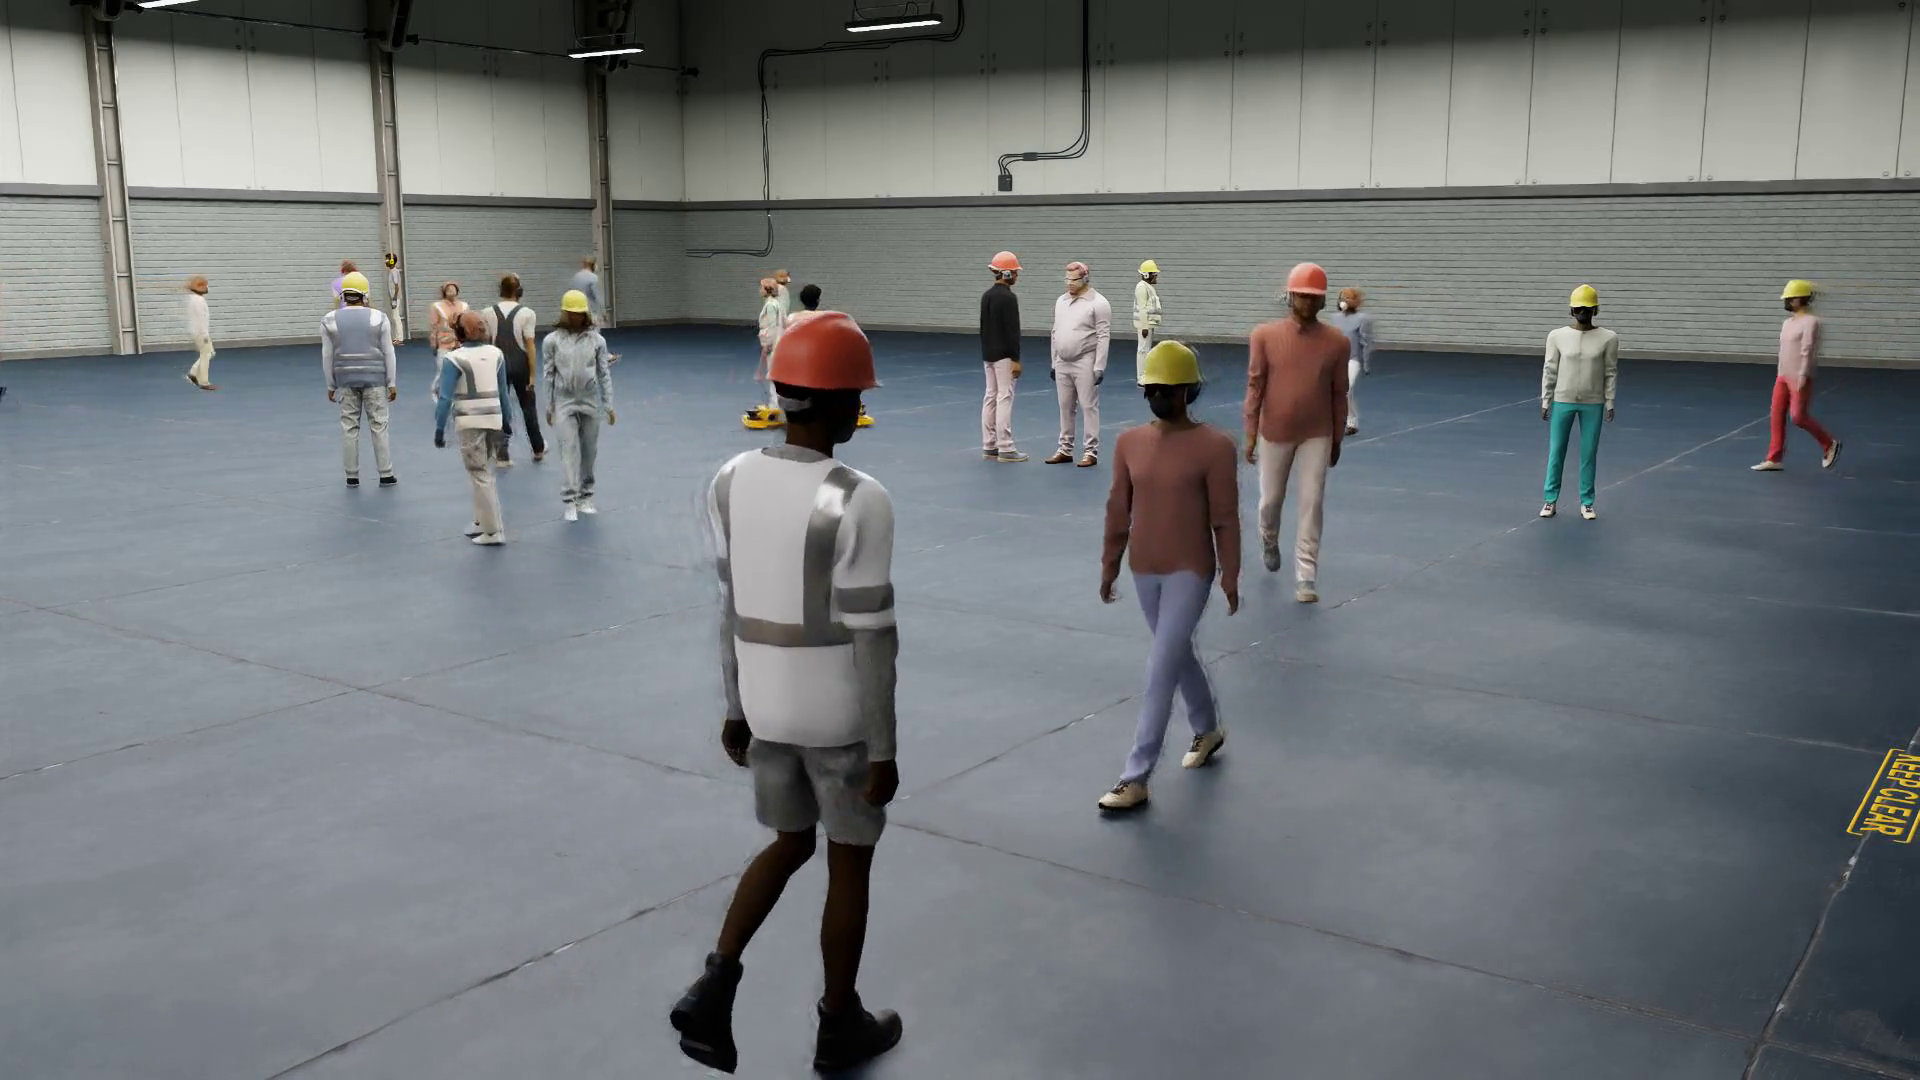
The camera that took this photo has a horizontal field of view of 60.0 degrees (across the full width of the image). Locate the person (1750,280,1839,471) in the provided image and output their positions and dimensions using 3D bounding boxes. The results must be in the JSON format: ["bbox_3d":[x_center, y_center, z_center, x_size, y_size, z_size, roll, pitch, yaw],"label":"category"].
[{"bbox_3d":[7.617,-1.482,15.084,0.656,1.747,0.531,-1,10,-4],"label":"person"}]

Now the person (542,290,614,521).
[{"bbox_3d":[-2.897,-1.026,12.621,0.505,1.741,0.434,-5,11,-25],"label":"person"}]

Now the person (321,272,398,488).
[{"bbox_3d":[-5.084,-1.350,14.128,0.587,1.835,0.403,-2,10,-10],"label":"person"}]

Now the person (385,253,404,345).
[{"bbox_3d":[-11.573,-4.912,33.969,0.328,1.876,0.514,-4,11,-23],"label":"person"}]

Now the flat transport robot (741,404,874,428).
[{"bbox_3d":[-1.739,-1.424,18.924,1.431,0.197,0.652,-2,10,-13],"label":"flat transport robot"}]

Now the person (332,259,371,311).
[{"bbox_3d":[-9.732,-3.585,26.652,0.588,1.830,0.574,-2,10,-13],"label":"person"}]

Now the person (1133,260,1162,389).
[{"bbox_3d":[2.686,-3.078,23.812,0.404,1.833,0.589,2,10,13],"label":"person"}]

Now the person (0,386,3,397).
[{"bbox_3d":[-12.148,-2.459,20.230,0.651,1.883,0.814,8,13,39],"label":"person"}]

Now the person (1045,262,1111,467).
[{"bbox_3d":[1.087,-1.634,15.535,0.638,1.902,0.407,9,14,41],"label":"person"}]

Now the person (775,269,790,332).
[{"bbox_3d":[-3.086,-3.948,29.278,0.376,1.617,0.511,1,10,8],"label":"person"}]

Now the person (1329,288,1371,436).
[{"bbox_3d":[4.075,-1.881,17.768,0.817,1.600,0.512,-8,13,-39],"label":"person"}]

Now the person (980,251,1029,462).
[{"bbox_3d":[0.410,-1.747,15.900,0.384,1.996,0.610,-5,11,-26],"label":"person"}]

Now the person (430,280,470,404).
[{"bbox_3d":[-6.375,-2.426,20.772,0.518,1.622,0.557,-8,13,-39],"label":"person"}]

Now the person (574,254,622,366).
[{"bbox_3d":[-6.122,-3.808,27.756,1.032,1.879,0.655,-8,13,-37],"label":"person"}]

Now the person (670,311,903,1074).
[{"bbox_3d":[-0.400,0.414,4.013,0.558,1.917,0.607,8,13,37],"label":"person"}]

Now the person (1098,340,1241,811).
[{"bbox_3d":[0.801,0.104,6.311,0.536,1.724,0.924,9,13,40],"label":"person"}]

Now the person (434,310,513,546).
[{"bbox_3d":[-3.402,-0.773,11.478,0.616,1.613,0.554,6,12,30],"label":"person"}]

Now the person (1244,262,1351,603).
[{"bbox_3d":[1.991,-0.659,9.886,0.620,1.971,0.830,1,10,7],"label":"person"}]

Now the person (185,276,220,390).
[{"bbox_3d":[-10.723,-2.923,23.524,0.378,1.619,0.533,-6,12,-29],"label":"person"}]

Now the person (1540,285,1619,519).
[{"bbox_3d":[4.661,-1.031,12.533,0.532,1.767,0.328,3,11,18],"label":"person"}]

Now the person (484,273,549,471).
[{"bbox_3d":[-4.142,-1.576,15.497,0.514,1.797,0.949,0,10,2],"label":"person"}]

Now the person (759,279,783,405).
[{"bbox_3d":[-2.348,-2.425,20.697,0.306,1.640,0.523,-1,10,-4],"label":"person"}]

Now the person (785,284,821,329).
[{"bbox_3d":[-1.496,-1.796,17.119,0.552,1.644,0.882,5,11,27],"label":"person"}]
